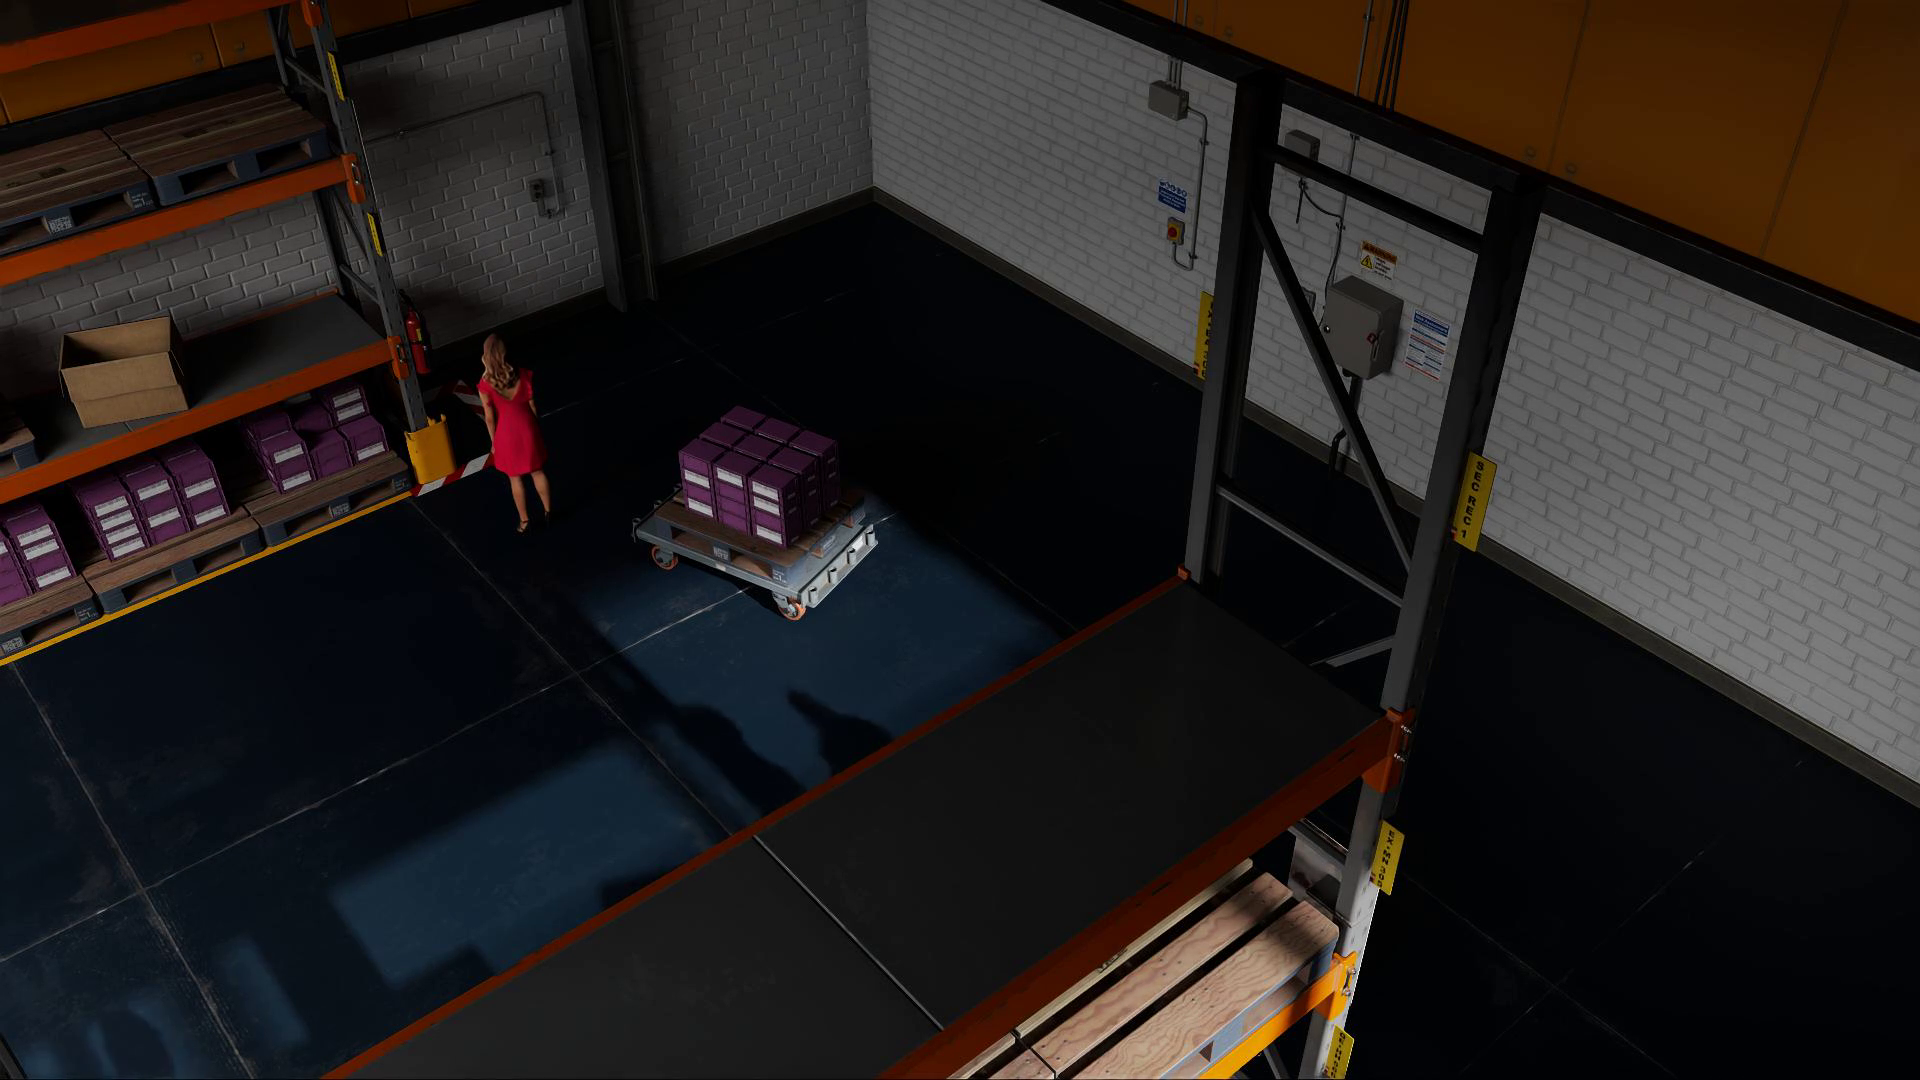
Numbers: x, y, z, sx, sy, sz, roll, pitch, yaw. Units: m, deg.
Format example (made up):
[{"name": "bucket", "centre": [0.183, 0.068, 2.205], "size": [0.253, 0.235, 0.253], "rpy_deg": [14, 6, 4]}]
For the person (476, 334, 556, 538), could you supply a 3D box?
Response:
[{"name": "person", "centre": [-3.306, -0.775, 12.413], "size": [0.538, 1.728, 0.675], "rpy_deg": [-18, 42, -21]}]
